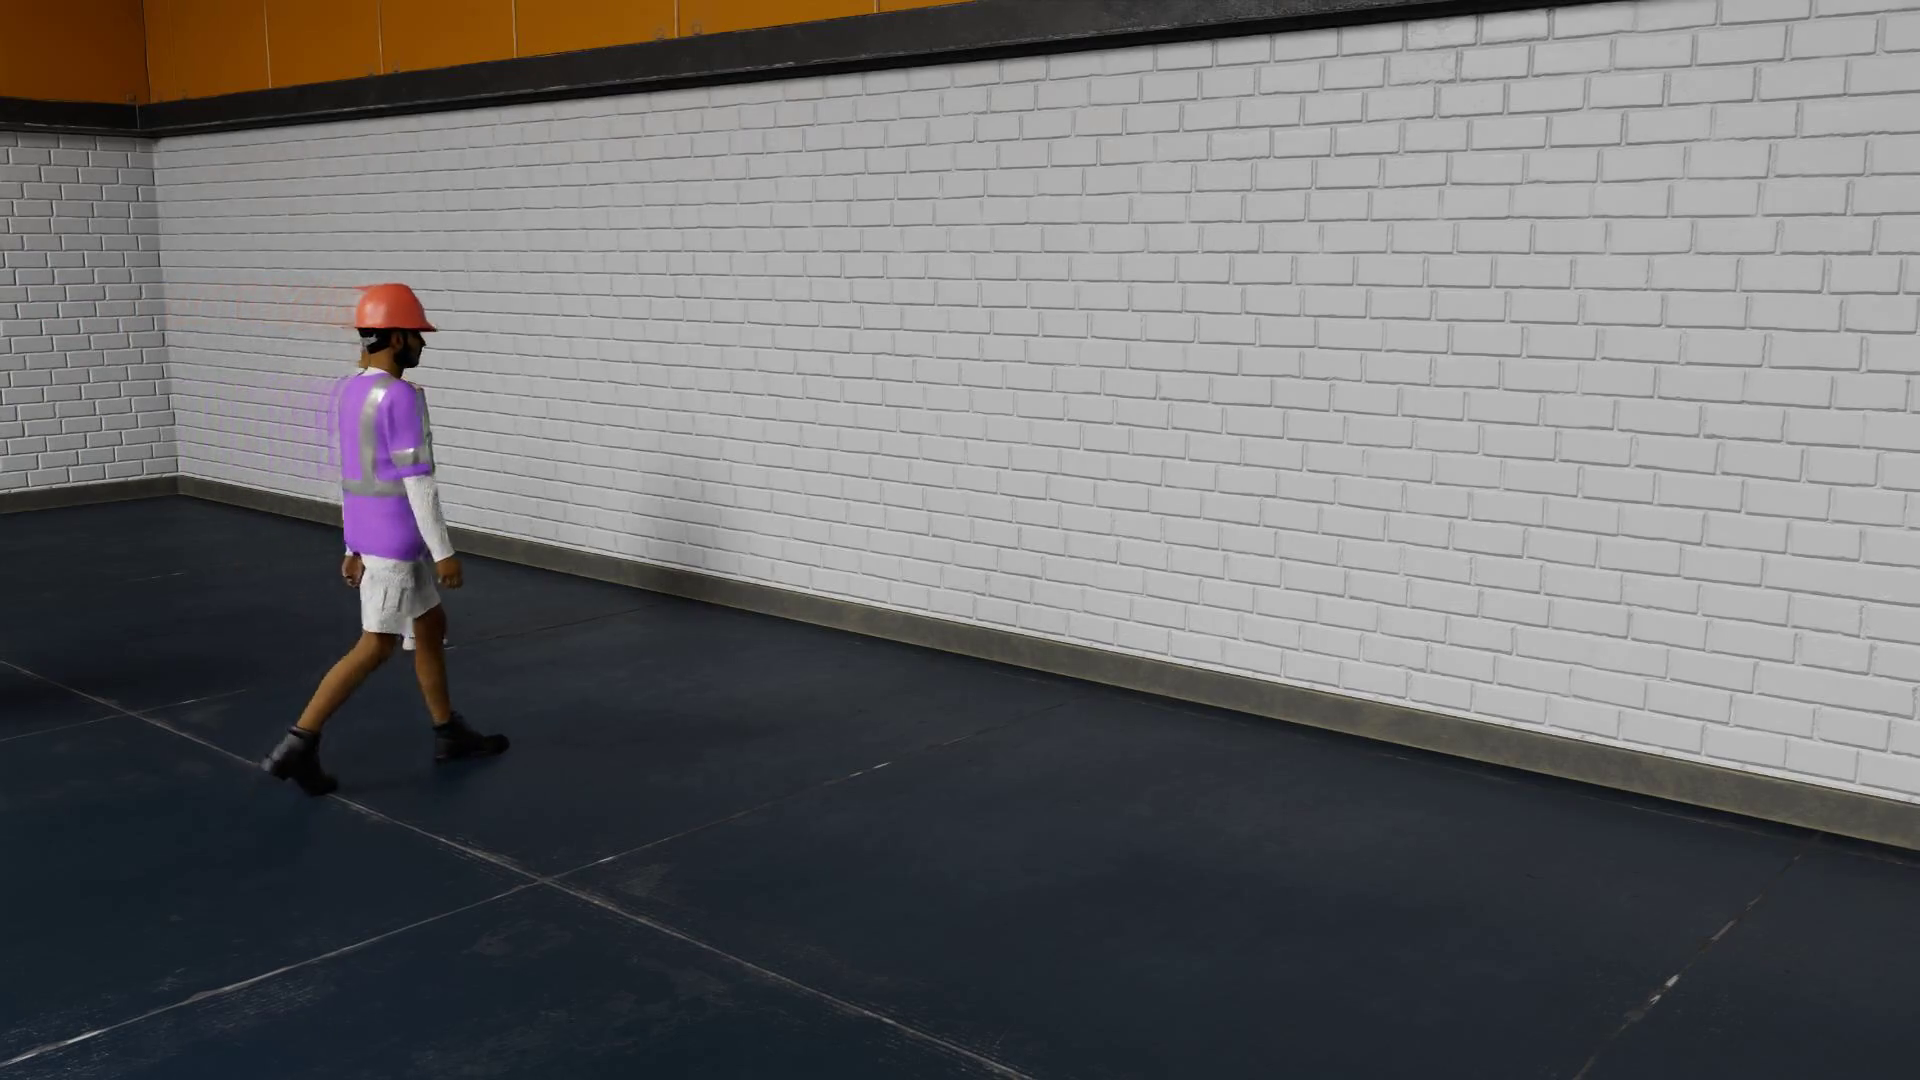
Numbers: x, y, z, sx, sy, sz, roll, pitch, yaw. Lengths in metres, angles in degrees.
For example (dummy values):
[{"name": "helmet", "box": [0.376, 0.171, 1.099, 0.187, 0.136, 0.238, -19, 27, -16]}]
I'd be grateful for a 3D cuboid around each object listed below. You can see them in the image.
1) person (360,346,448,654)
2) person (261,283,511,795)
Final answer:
[{"name": "person", "box": [-2.849, -0.246, 8.330, 0.522, 1.636, 0.310, 4, 11, 22]}, {"name": "person", "box": [-2.208, -0.007, 6.244, 0.936, 1.904, 0.547, -7, 12, -33]}]
